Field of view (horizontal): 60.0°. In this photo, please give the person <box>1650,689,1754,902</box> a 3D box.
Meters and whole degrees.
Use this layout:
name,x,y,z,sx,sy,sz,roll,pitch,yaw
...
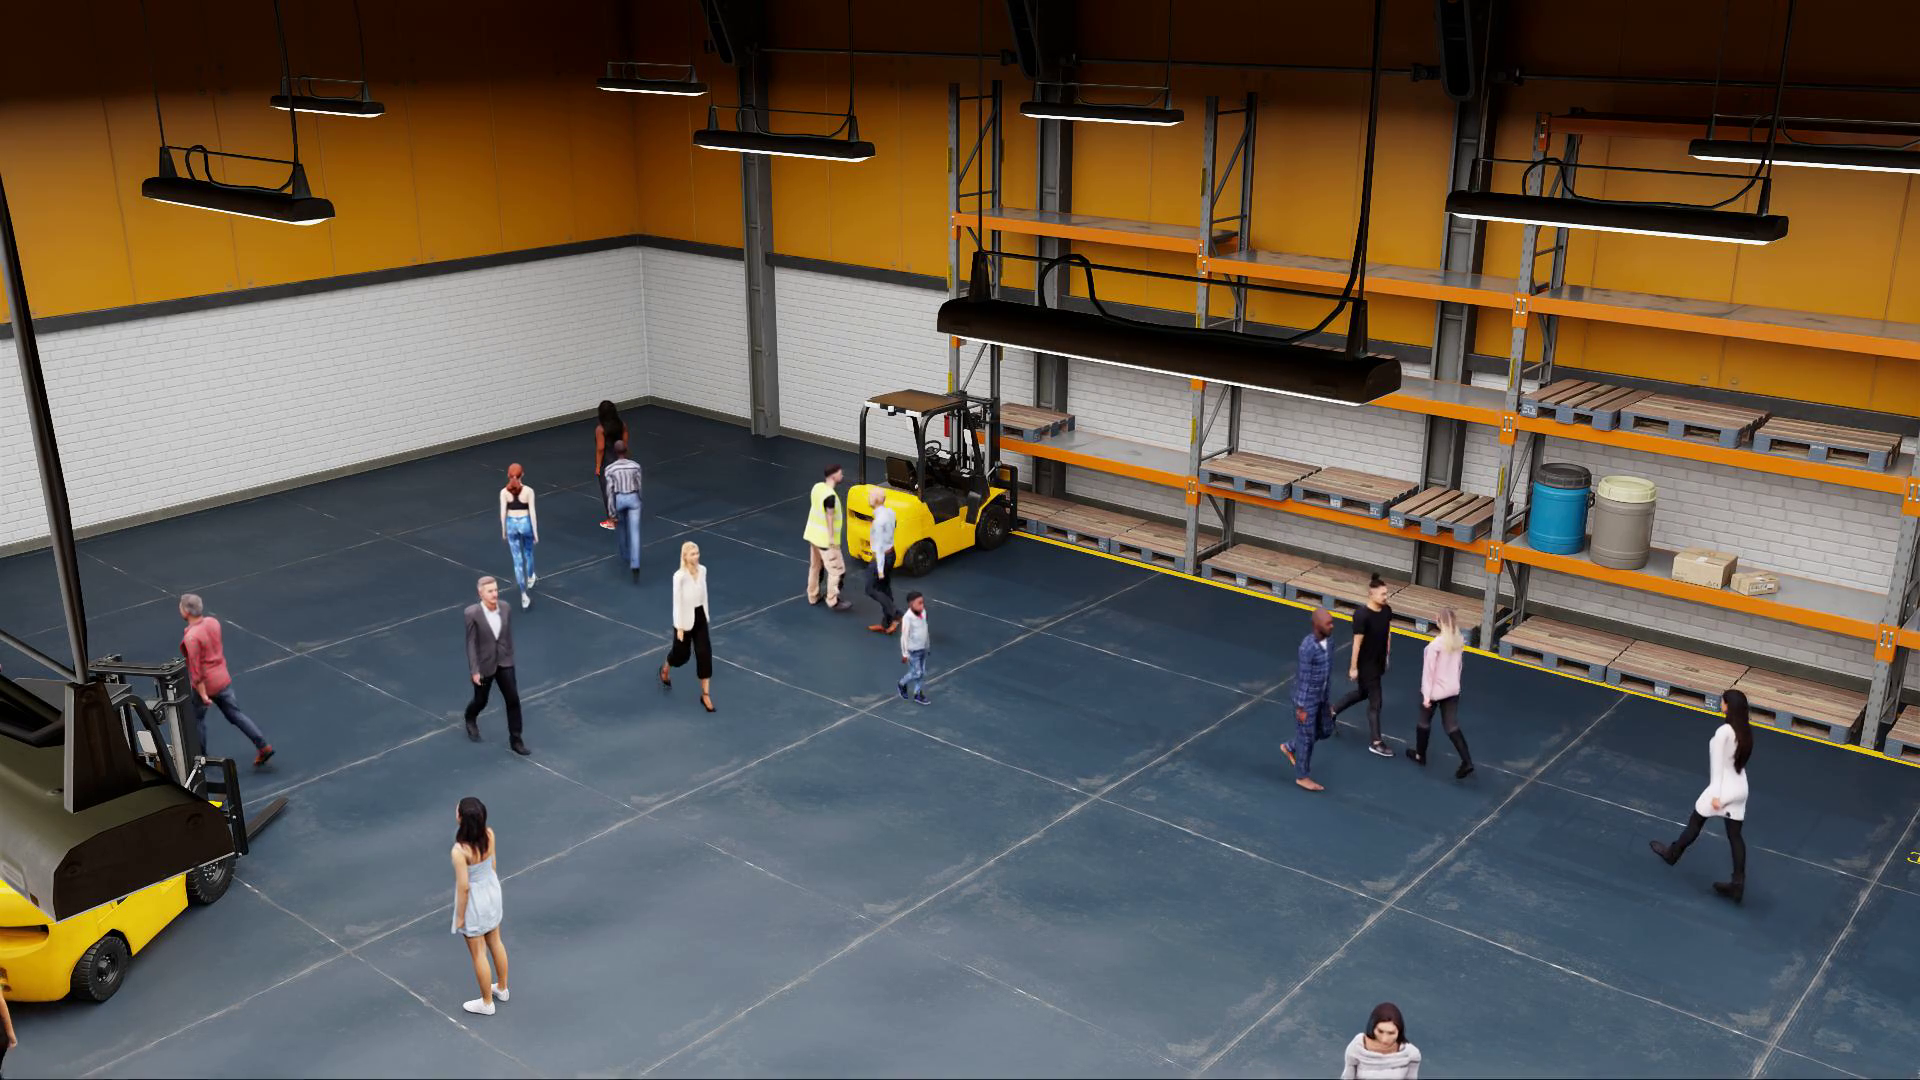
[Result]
name,x,y,z,sx,sy,sz,roll,pitch,yaw
person,6.398,2.143,13.733,0.914,1.760,1.193,-10,21,-26

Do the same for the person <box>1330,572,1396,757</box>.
name,x,y,z,sx,sy,sz,roll,pitch,yaw
person,3.983,1.180,16.480,0.788,1.834,1.195,-17,25,-40

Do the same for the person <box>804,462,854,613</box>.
name,x,y,z,sx,sy,sz,roll,pitch,yaw
person,-1.611,-0.040,20.112,0.939,1.826,0.817,-10,21,-28

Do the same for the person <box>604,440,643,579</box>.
name,x,y,z,sx,sy,sz,roll,pitch,yaw
person,-4.214,-0.344,21.161,1.073,1.733,1.238,-5,19,-14

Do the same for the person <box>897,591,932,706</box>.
name,x,y,z,sx,sy,sz,roll,pitch,yaw
person,-0.497,1.120,17.569,0.600,1.252,0.473,15,24,38

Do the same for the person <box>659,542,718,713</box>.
name,x,y,z,sx,sy,sz,roll,pitch,yaw
person,-2.873,0.888,17.361,1.132,1.825,0.613,16,24,39

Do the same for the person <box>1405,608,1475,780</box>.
name,x,y,z,sx,sy,sz,roll,pitch,yaw
person,4.650,1.478,15.858,0.916,1.665,1.152,-8,20,-23

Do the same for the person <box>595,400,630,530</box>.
name,x,y,z,sx,sy,sz,roll,pitch,yaw
person,-4.840,-1.063,23.173,0.699,1.813,0.651,-16,24,-40

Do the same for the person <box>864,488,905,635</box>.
name,x,y,z,sx,sy,sz,roll,pitch,yaw
person,-0.816,0.268,19.277,0.866,1.775,0.794,6,19,17

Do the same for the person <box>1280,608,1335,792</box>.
name,x,y,z,sx,sy,sz,roll,pitch,yaw
person,3.234,1.465,15.681,0.823,1.803,0.692,18,25,42

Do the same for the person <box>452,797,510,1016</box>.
name,x,y,z,sx,sy,sz,roll,pitch,yaw
person,-3.529,2.668,12.222,0.623,1.730,0.646,8,20,22

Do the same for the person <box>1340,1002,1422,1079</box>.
name,x,y,z,sx,sy,sz,roll,pitch,yaw
person,2.487,3.468,9.999,0.621,1.633,0.738,3,19,9

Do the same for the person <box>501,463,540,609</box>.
name,x,y,z,sx,sy,sz,roll,pitch,yaw
person,-5.350,-0.021,20.206,1.076,1.731,1.204,-4,19,-11

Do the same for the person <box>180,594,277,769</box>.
name,x,y,z,sx,sy,sz,roll,pitch,yaw
person,-7.090,1.390,15.925,1.294,1.790,0.994,5,19,15

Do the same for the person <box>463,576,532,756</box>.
name,x,y,z,sx,sy,sz,roll,pitch,yaw
person,-4.662,1.221,16.409,0.814,1.801,1.206,-16,24,-40
